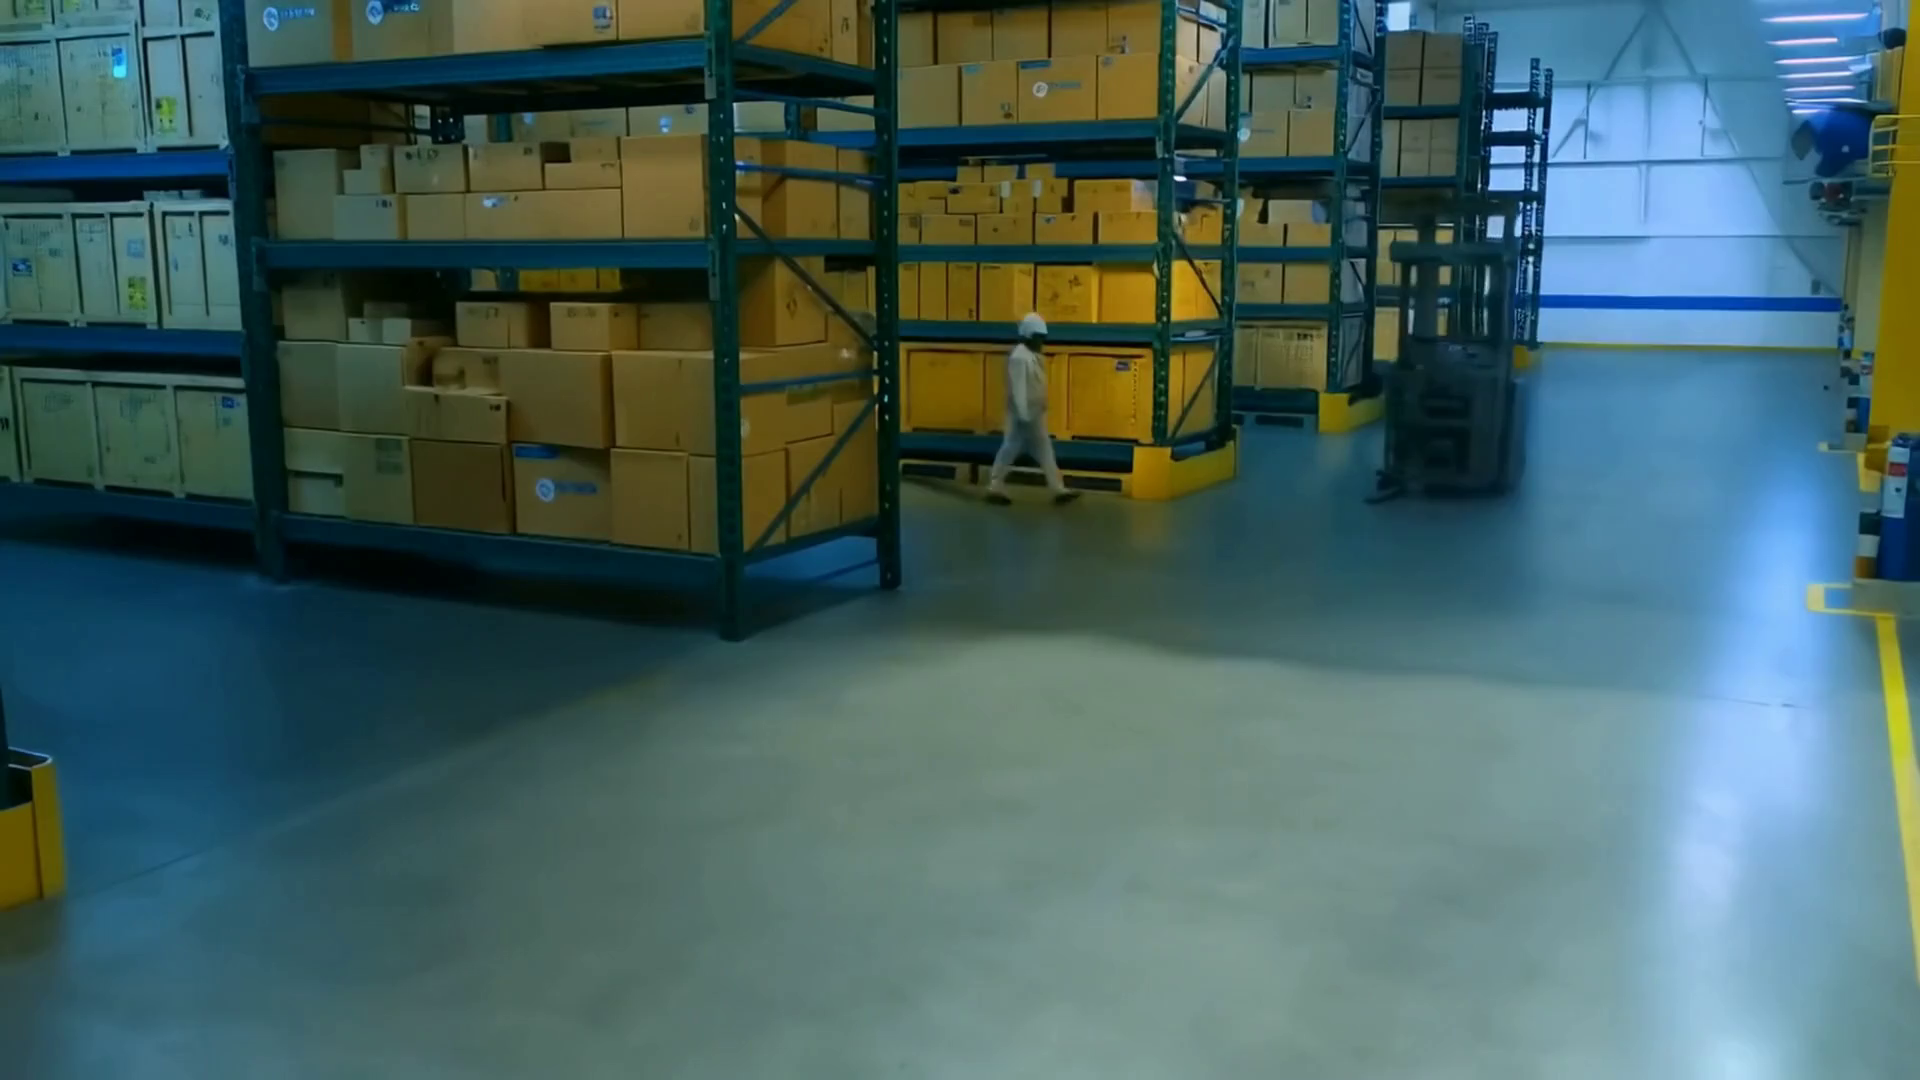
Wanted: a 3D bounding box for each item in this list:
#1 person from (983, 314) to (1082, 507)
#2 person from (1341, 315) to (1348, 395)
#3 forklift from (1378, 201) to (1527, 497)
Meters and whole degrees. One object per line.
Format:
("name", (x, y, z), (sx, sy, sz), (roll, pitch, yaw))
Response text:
("person", (0.625, -1.174, 15.241), (0.946, 1.780, 0.612), (5, 11, 26))
("person", (5.796, -2.959, 25.712), (0.443, 1.722, 0.589), (3, 10, 16))
("forklift", (4.983, -1.944, 16.500), (1.129, 2.768, 1.873), (5, 11, 27))
